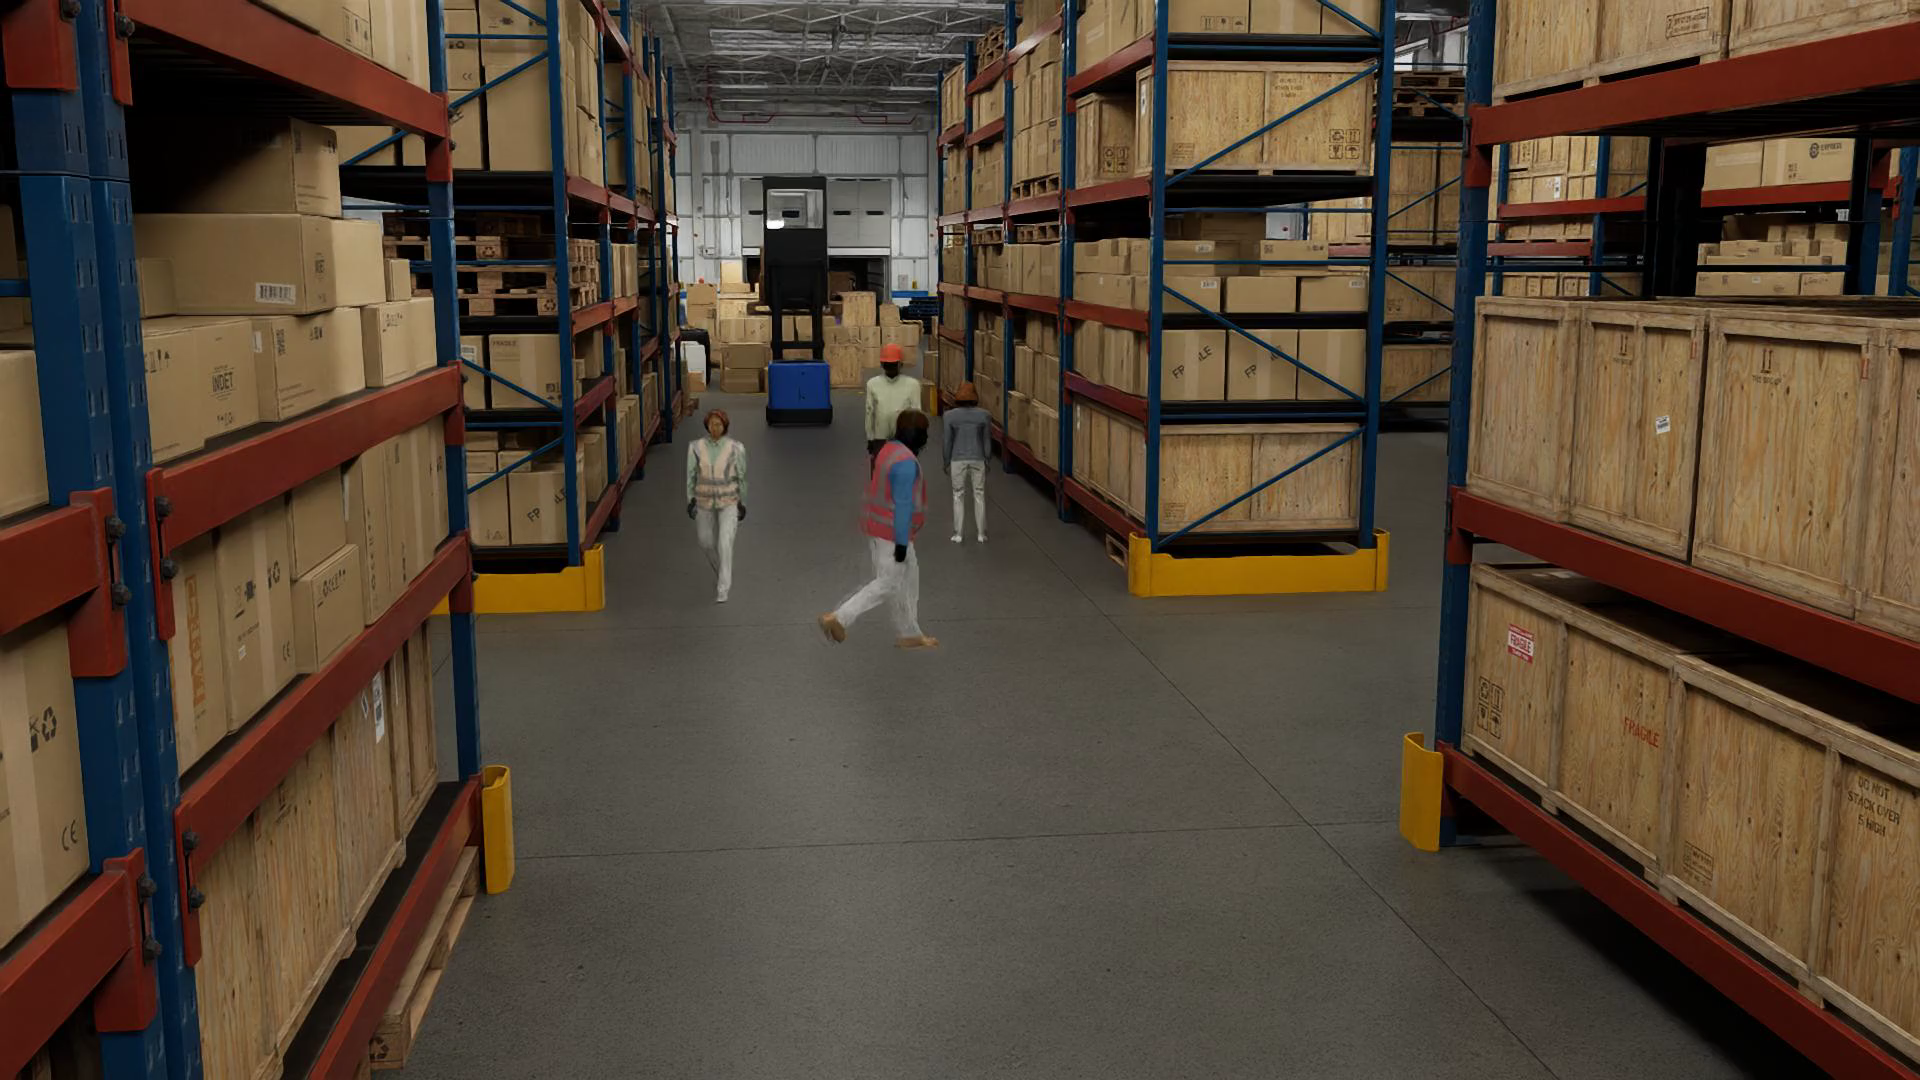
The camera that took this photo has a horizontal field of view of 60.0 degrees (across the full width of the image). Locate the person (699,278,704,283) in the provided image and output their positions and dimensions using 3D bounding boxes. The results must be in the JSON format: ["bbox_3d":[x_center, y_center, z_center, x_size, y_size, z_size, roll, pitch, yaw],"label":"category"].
[{"bbox_3d":[-10.676,-9.883,68.888,0.549,1.932,0.384,-1,10,-7],"label":"person"}]

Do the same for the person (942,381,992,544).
[{"bbox_3d":[0.070,-0.775,16.703,0.501,1.631,0.285,-1,10,-4],"label":"person"}]

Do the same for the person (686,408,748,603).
[{"bbox_3d":[-2.034,-0.311,14.034,0.526,1.621,0.562,1,10,6],"label":"person"}]

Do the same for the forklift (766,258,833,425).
[{"bbox_3d":[-2.789,-3.434,28.559,1.129,2.768,1.873,-1,10,-7],"label":"forklift"}]

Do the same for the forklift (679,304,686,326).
[{"bbox_3d":[-10.933,-8.849,60.085,1.873,2.768,1.129,0,10,0],"label":"forklift"}]

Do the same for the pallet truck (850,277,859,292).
[{"bbox_3d":[-3.782,-9.391,65.808,1.885,1.965,0.823,2,10,10],"label":"pallet truck"}]

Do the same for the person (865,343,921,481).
[{"bbox_3d":[-0.710,-1.056,17.364,0.619,1.975,0.596,1,10,8],"label":"person"}]

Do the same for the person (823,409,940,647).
[{"bbox_3d":[-0.573,-0.056,12.088,0.792,1.800,0.638,-2,10,-9],"label":"person"}]

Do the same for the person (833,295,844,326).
[{"bbox_3d":[-2.880,-5.005,40.550,0.772,1.893,0.635,-4,11,-22],"label":"person"}]
